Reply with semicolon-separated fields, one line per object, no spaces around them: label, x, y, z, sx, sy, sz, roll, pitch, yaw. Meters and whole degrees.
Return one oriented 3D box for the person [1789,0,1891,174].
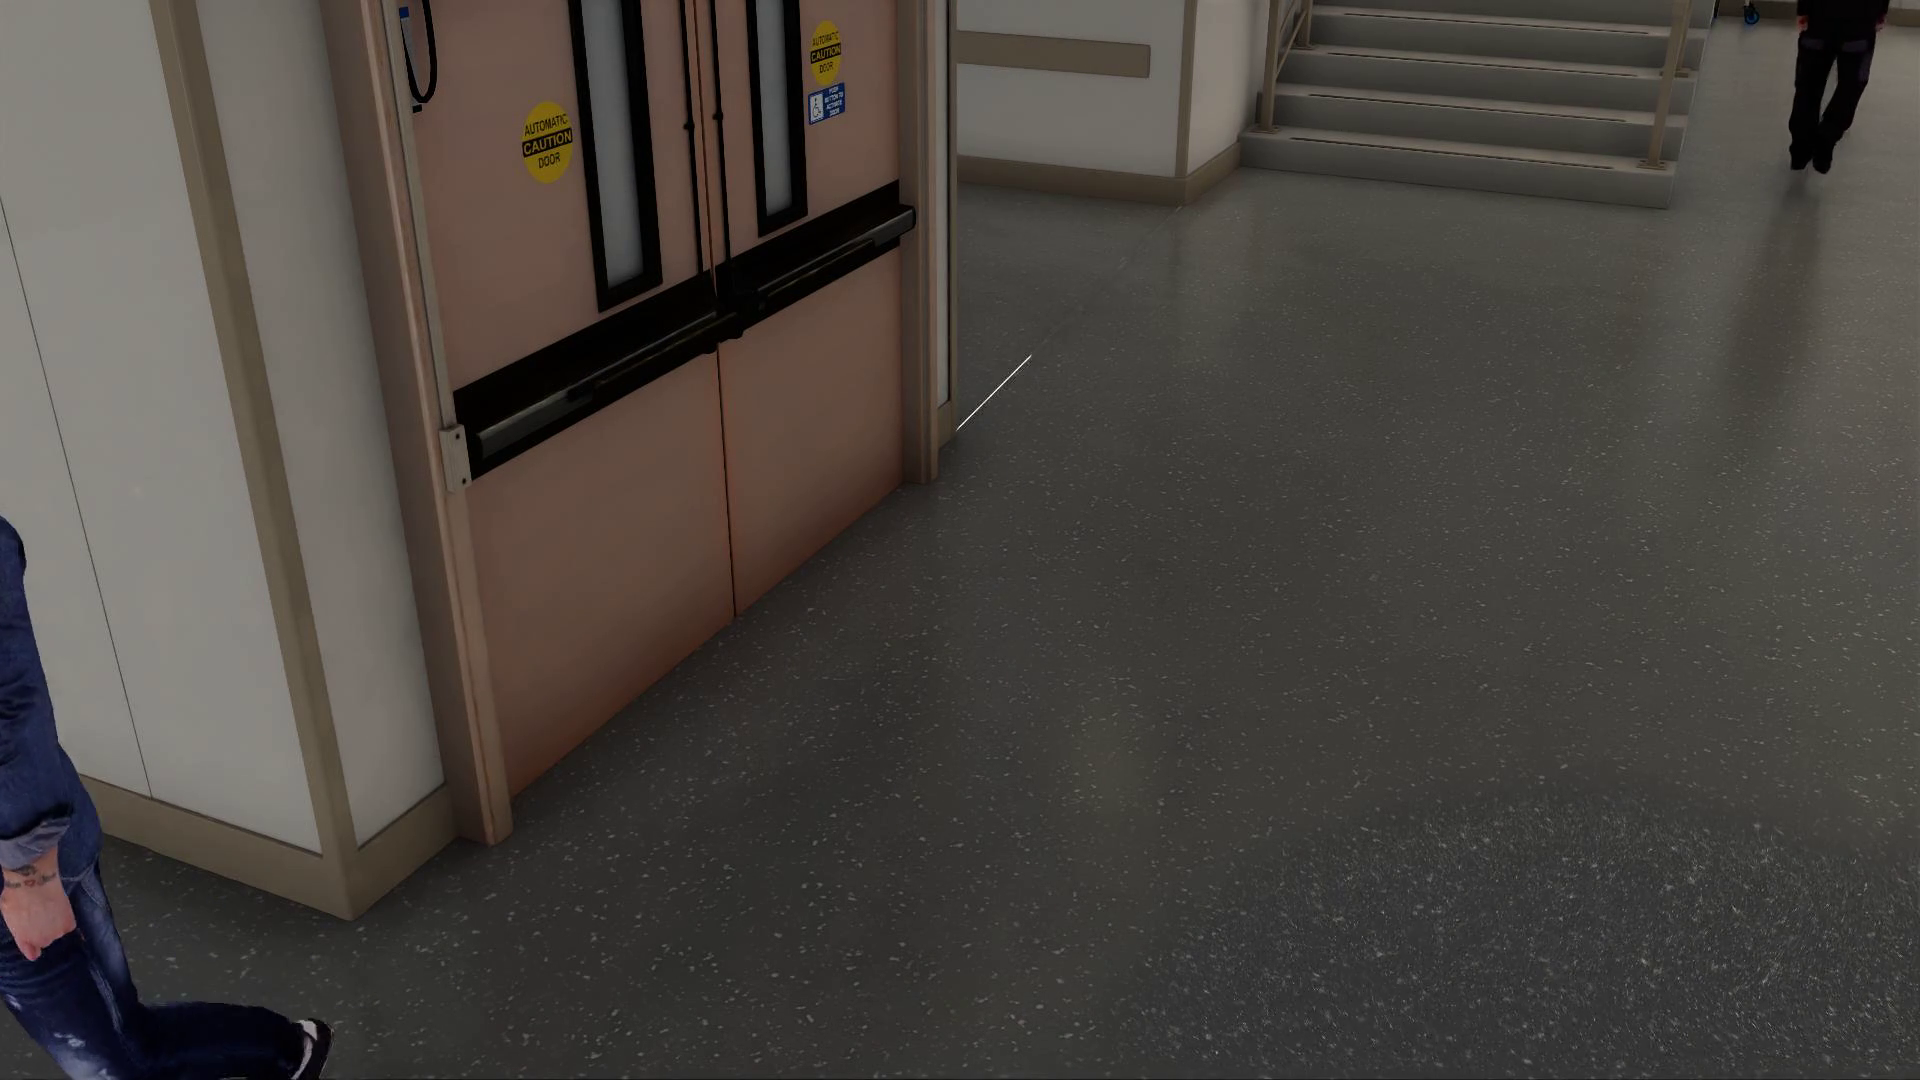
person;5.327;-3.144;10.039;0.770;1.898;1.063;15;30;28

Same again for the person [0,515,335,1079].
person;-1.480;0.491;2.625;0.756;1.790;1.138;13;29;25
